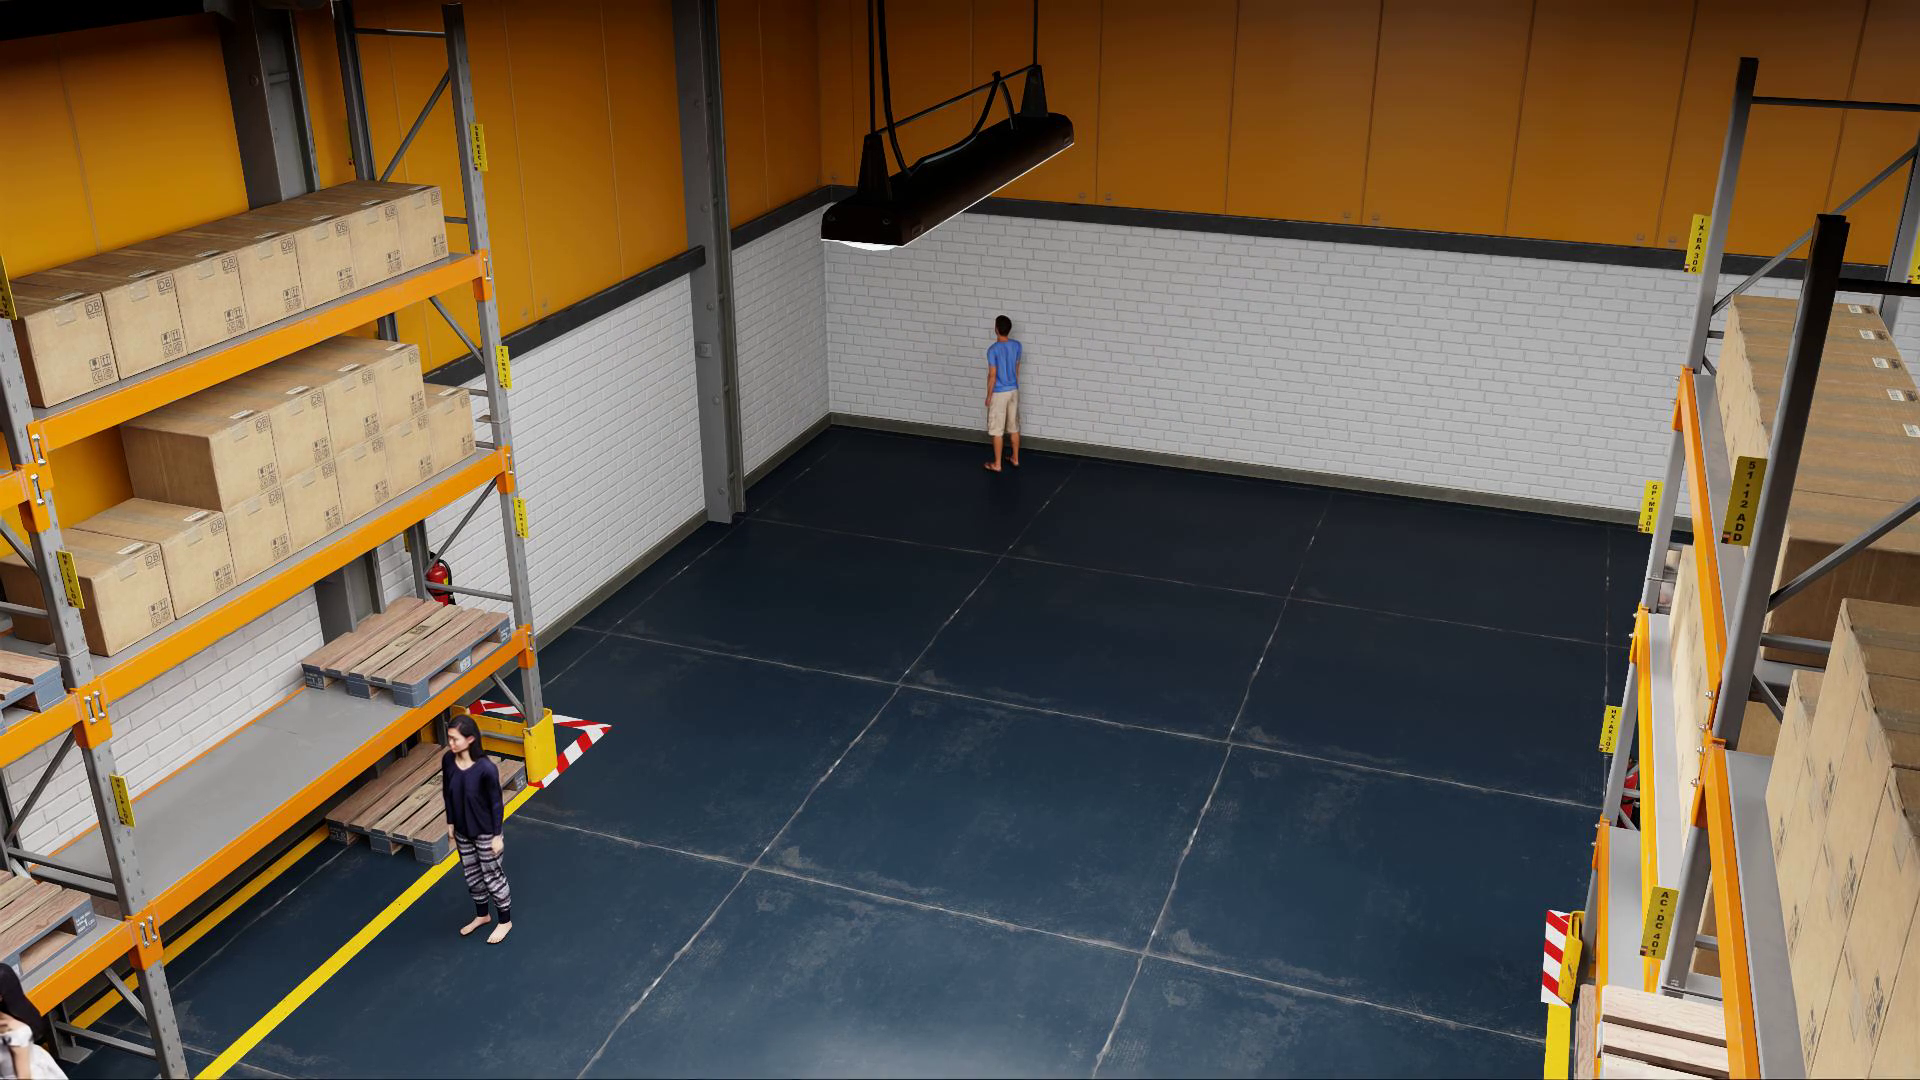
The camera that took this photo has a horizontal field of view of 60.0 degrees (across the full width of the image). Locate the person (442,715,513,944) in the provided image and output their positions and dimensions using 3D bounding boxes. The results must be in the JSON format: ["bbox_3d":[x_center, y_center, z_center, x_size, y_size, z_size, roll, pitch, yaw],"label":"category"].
[{"bbox_3d":[-3.281,1.944,11.309,0.619,1.734,0.528,10,26,22],"label":"person"}]

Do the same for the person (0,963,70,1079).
[{"bbox_3d":[-4.939,2.990,8.872,0.819,1.769,0.783,-15,28,-31],"label":"person"}]

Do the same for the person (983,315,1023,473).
[{"bbox_3d":[0.521,-1.728,19.547,0.706,1.863,0.807,-16,28,-32],"label":"person"}]
